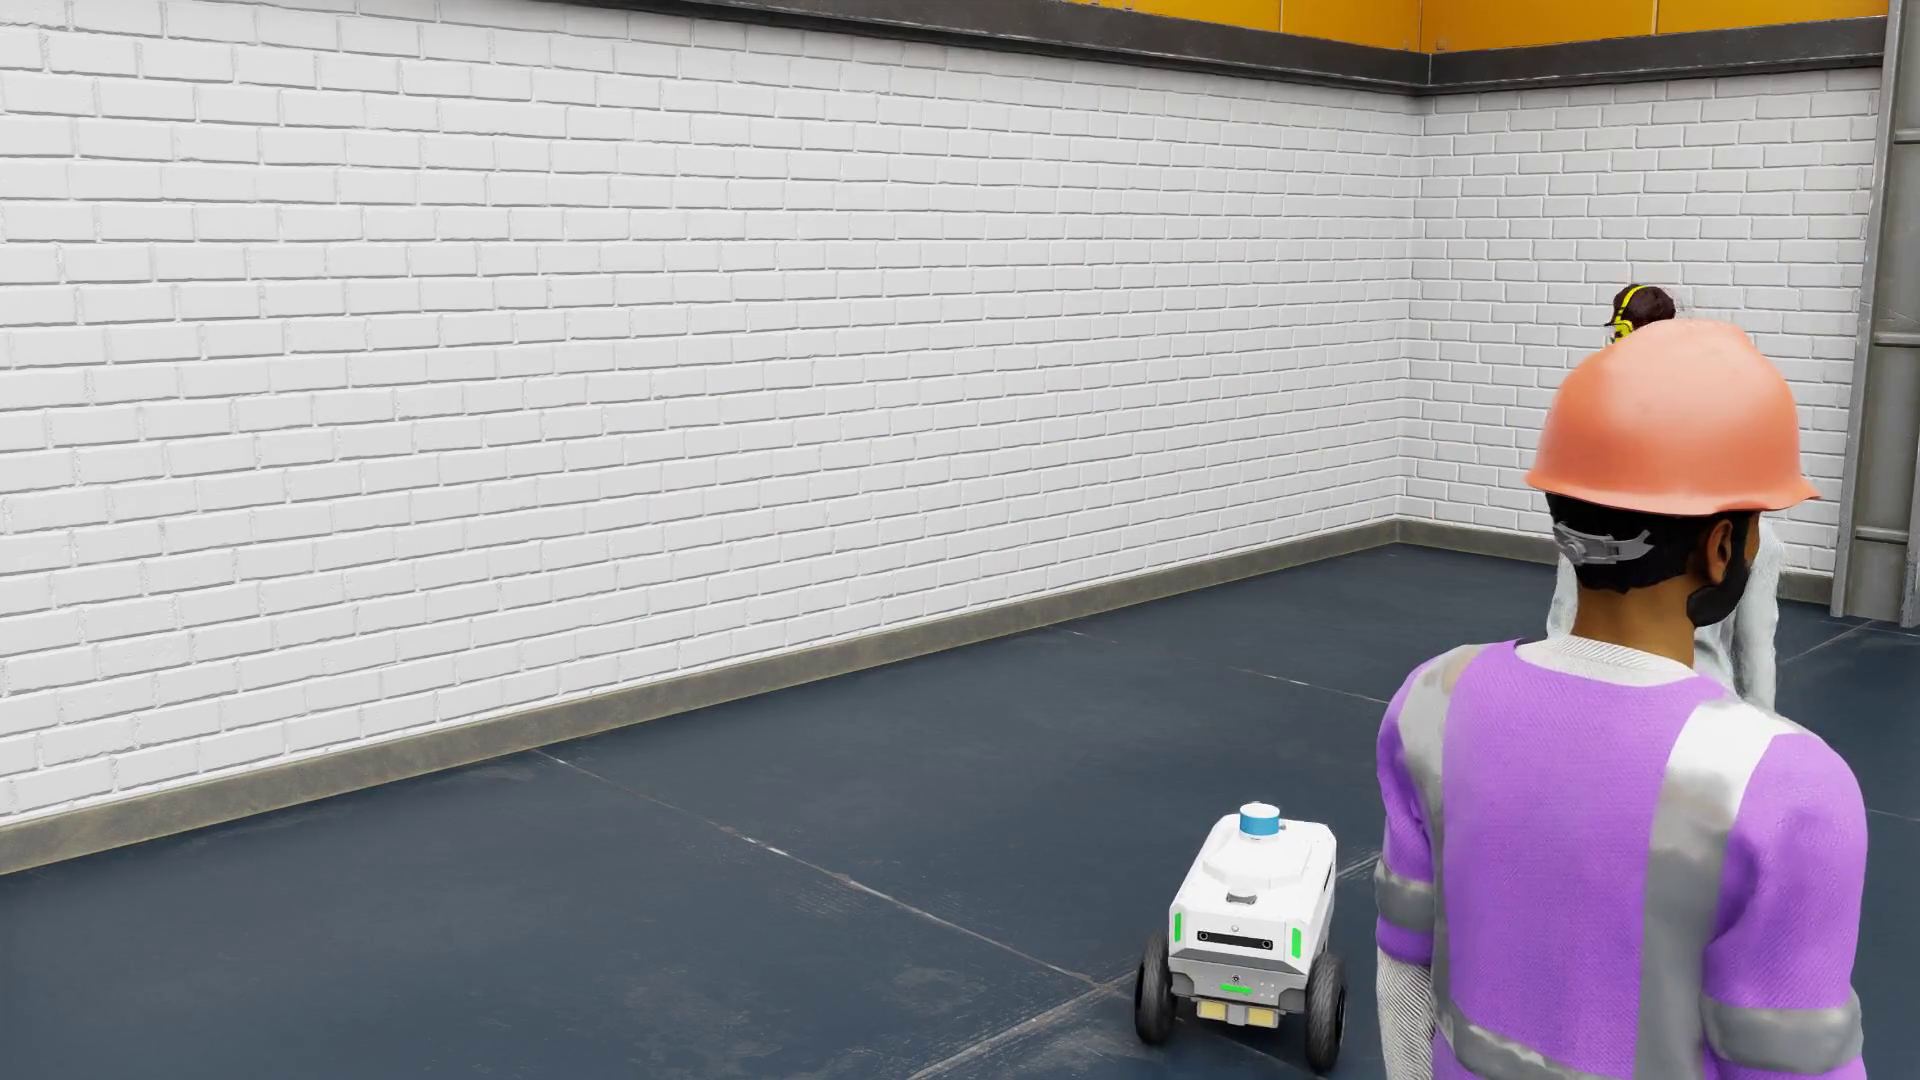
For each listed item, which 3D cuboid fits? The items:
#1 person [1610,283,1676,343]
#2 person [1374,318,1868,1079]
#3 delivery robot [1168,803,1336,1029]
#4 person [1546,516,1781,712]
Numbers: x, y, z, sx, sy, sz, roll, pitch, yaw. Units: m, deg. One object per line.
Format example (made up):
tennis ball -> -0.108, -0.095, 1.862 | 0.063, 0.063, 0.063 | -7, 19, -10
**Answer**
person -> 2.448, 0.012, 6.006 | 0.514, 1.857, 0.531 | -6, 12, -28
person -> 0.695, 0.739, 1.794 | 0.364, 1.939, 0.542 | -7, 12, -33
delivery robot -> 0.767, 0.925, 4.299 | 0.477, 0.478, 0.707 | 3, 11, 18
person -> 1.623, 0.466, 3.868 | 0.524, 1.720, 0.533 | 2, 11, 11
